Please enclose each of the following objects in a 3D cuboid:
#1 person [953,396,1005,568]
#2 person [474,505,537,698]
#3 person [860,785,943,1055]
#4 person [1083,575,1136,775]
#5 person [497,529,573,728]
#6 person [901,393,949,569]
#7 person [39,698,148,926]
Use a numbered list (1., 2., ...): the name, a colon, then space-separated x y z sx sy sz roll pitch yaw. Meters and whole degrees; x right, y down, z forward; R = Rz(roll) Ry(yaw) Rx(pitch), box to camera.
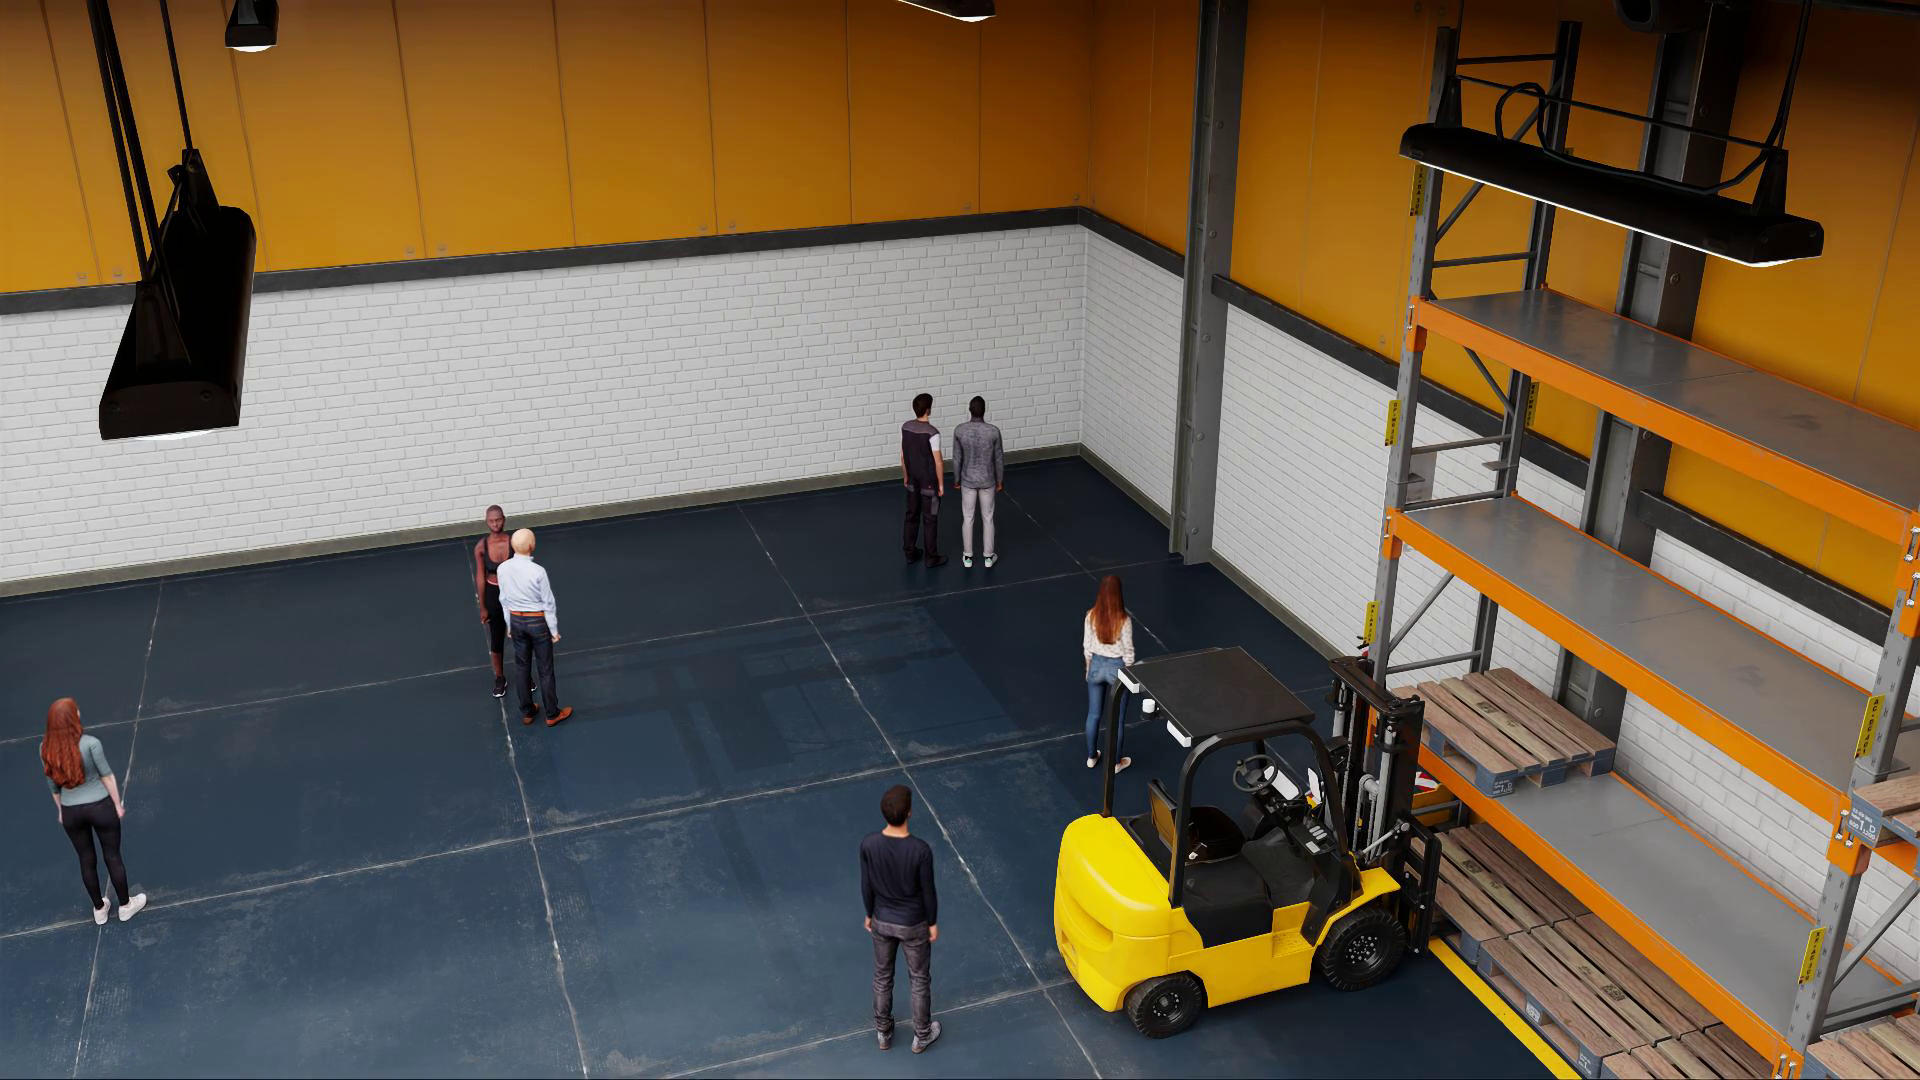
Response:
1. person: 0.185 -0.603 17.069 0.756 1.839 0.717 2 24 4
2. person: -3.996 0.513 14.618 0.587 1.758 0.514 -9 25 -19
3. person: -0.369 2.350 10.276 0.713 1.871 0.732 5 24 12
4. person: 1.196 1.068 13.385 0.646 1.728 0.708 11 26 23
5. person: -3.623 0.738 14.062 0.736 1.791 0.752 5 24 11
6. person: -0.385 -0.619 17.095 0.710 1.848 0.808 16 28 32
7. person: -6.033 1.878 11.516 0.629 1.742 0.610 -3 24 -6
